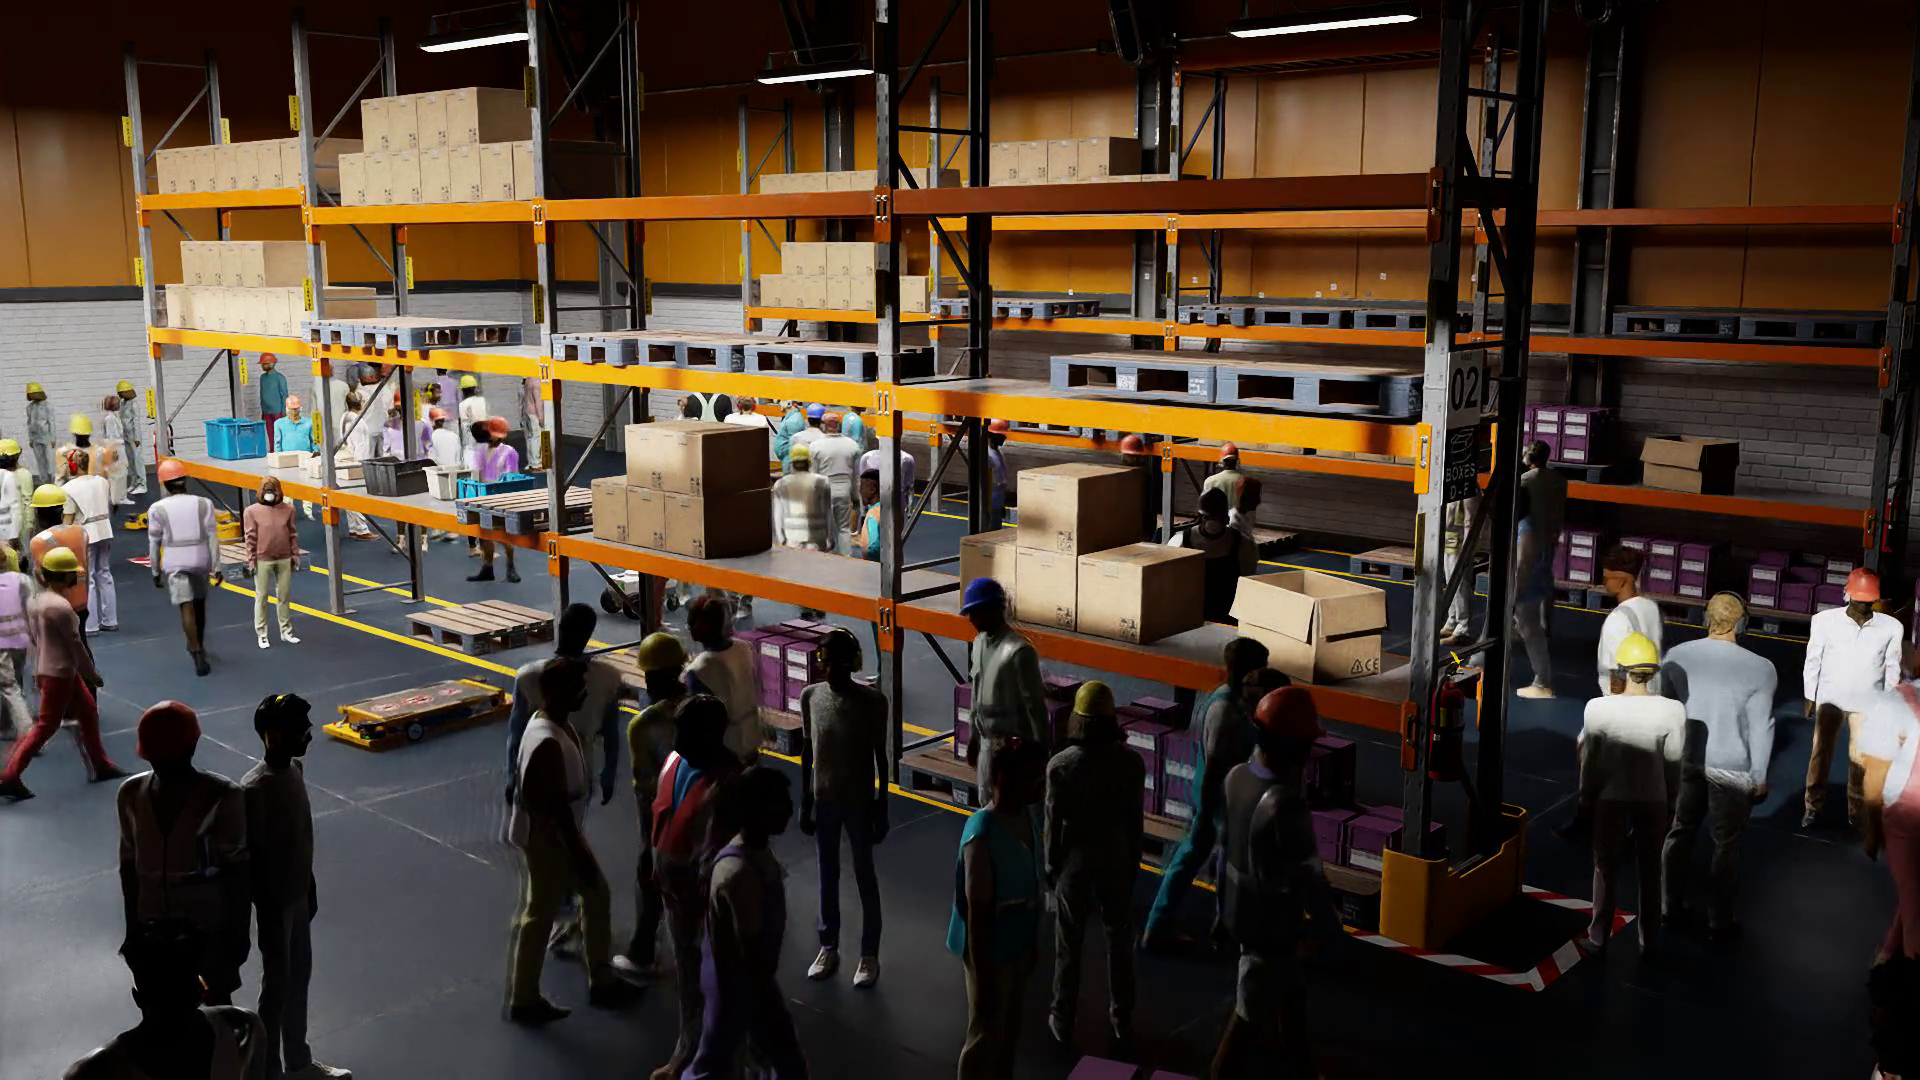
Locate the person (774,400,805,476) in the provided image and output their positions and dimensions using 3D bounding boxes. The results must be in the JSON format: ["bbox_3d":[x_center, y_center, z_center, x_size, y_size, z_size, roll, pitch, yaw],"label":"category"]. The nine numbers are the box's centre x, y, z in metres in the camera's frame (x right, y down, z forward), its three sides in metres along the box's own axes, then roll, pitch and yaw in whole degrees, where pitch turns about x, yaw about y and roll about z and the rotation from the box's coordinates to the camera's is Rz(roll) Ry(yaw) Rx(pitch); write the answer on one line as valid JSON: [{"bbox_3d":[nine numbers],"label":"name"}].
[{"bbox_3d":[-2.226,-1.006,21.761,0.409,1.909,0.642,-1,10,-6],"label":"person"}]

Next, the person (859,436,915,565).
[{"bbox_3d":[-0.782,-0.325,17.851,0.594,1.926,0.366,0,10,-2],"label":"person"}]

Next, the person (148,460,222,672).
[{"bbox_3d":[-6.948,0.222,14.918,0.558,1.876,1.028,-6,12,-32],"label":"person"}]

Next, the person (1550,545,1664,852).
[{"bbox_3d":[4.078,1.005,10.417,0.600,1.890,0.769,-8,13,-37],"label":"person"}]

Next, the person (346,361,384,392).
[{"bbox_3d":[-10.568,-2.459,29.592,0.682,2.000,0.536,-7,12,-34],"label":"person"}]

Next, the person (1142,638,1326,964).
[{"bbox_3d":[1.425,1.362,8.727,0.983,1.782,0.639,2,10,12],"label":"person"}]

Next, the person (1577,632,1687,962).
[{"bbox_3d":[3.530,1.358,8.780,0.528,1.772,0.304,1,10,5],"label":"person"}]

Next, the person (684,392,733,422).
[{"bbox_3d":[-3.606,-1.460,23.947,0.687,2.000,0.535,-1,10,-7],"label":"person"}]

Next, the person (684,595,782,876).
[{"bbox_3d":[-1.317,1.211,9.405,0.428,1.831,0.609,4,11,23],"label":"person"}]

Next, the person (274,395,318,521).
[{"bbox_3d":[-9.090,-1.114,22.797,0.562,1.753,0.333,-5,11,-28],"label":"person"}]

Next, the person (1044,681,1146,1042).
[{"bbox_3d":[0.637,1.525,7.942,0.487,1.735,0.338,-1,10,-8],"label":"person"}]

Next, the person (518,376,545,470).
[{"bbox_3d":[-7.234,-2.045,28.136,0.490,1.730,0.324,1,10,4],"label":"person"}]

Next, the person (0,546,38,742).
[{"bbox_3d":[-7.155,0.796,12.466,0.846,1.588,0.535,6,12,31],"label":"person"}]

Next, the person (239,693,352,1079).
[{"bbox_3d":[-2.941,1.580,7.279,0.333,1.860,0.509,0,10,1],"label":"person"}]

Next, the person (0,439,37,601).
[{"bbox_3d":[-9.998,-0.199,17.625,0.524,1.761,0.339,5,11,28],"label":"person"}]

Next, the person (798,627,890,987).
[{"bbox_3d":[-0.598,1.356,8.539,0.510,1.863,0.327,4,11,20],"label":"person"}]

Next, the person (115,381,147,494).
[{"bbox_3d":[-12.709,-1.573,25.457,0.483,1.737,0.321,8,13,38],"label":"person"}]

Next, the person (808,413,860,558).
[{"bbox_3d":[-1.458,-0.506,19.020,0.670,1.889,0.399,-6,12,-30],"label":"person"}]

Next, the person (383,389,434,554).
[{"bbox_3d":[-6.772,-0.840,20.429,0.605,2.045,0.387,0,10,-2],"label":"person"}]

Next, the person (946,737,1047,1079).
[{"bbox_3d":[0.154,1.683,6.760,0.389,1.838,0.563,4,11,23],"label":"person"}]

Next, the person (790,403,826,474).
[{"bbox_3d":[-1.696,-0.642,19.592,0.615,1.943,0.409,3,11,18],"label":"person"}]

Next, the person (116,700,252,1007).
[{"bbox_3d":[-3.250,1.599,6.981,0.550,1.925,0.390,0,10,2],"label":"person"}]

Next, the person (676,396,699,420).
[{"bbox_3d":[-3.896,-1.250,23.896,0.522,1.638,0.310,7,12,35],"label":"person"}]

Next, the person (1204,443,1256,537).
[{"bbox_3d":[2.795,-0.137,17.317,0.565,1.742,0.355,1,10,3],"label":"person"}]

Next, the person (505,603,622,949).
[{"bbox_3d":[-2.145,1.266,9.025,0.625,1.878,0.604,-7,12,-33],"label":"person"}]

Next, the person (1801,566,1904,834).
[{"bbox_3d":[5.746,1.023,10.731,0.562,1.747,0.335,4,11,21],"label":"person"}]

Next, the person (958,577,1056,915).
[{"bbox_3d":[0.317,1.171,9.488,0.435,1.898,0.769,-6,12,-32],"label":"person"}]

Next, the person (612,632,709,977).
[{"bbox_3d":[-1.403,1.389,8.346,1.006,1.878,0.592,9,14,42],"label":"person"}]

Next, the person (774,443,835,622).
[{"bbox_3d":[-1.559,-0.067,16.712,0.605,1.809,0.424,0,10,1],"label":"person"}]

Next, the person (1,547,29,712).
[{"bbox_3d":[-7.727,0.609,13.219,0.532,1.697,0.322,-7,12,-33],"label":"person"}]

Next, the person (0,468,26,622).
[{"bbox_3d":[-9.599,-0.071,16.532,0.584,1.882,0.337,2,10,14],"label":"person"}]

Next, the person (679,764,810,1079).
[{"bbox_3d":[-0.840,1.762,6.486,0.997,1.782,0.541,2,10,10],"label":"person"}]

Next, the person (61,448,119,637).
[{"bbox_3d":[-8.424,0.028,16.112,0.388,1.838,0.562,3,10,14],"label":"person"}]

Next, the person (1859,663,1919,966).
[{"bbox_3d":[4.766,1.341,8.110,0.689,2.000,0.929,-1,10,-5],"label":"person"}]

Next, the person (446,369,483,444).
[{"bbox_3d":[-8.796,-2.348,29.403,0.667,1.879,0.715,-1,10,-4],"label":"person"}]

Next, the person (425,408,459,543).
[{"bbox_3d":[-6.660,-0.826,21.226,0.606,1.727,0.593,7,12,35],"label":"person"}]

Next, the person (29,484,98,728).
[{"bbox_3d":[-7.075,0.518,13.083,0.366,1.926,0.594,1,10,7],"label":"person"}]
